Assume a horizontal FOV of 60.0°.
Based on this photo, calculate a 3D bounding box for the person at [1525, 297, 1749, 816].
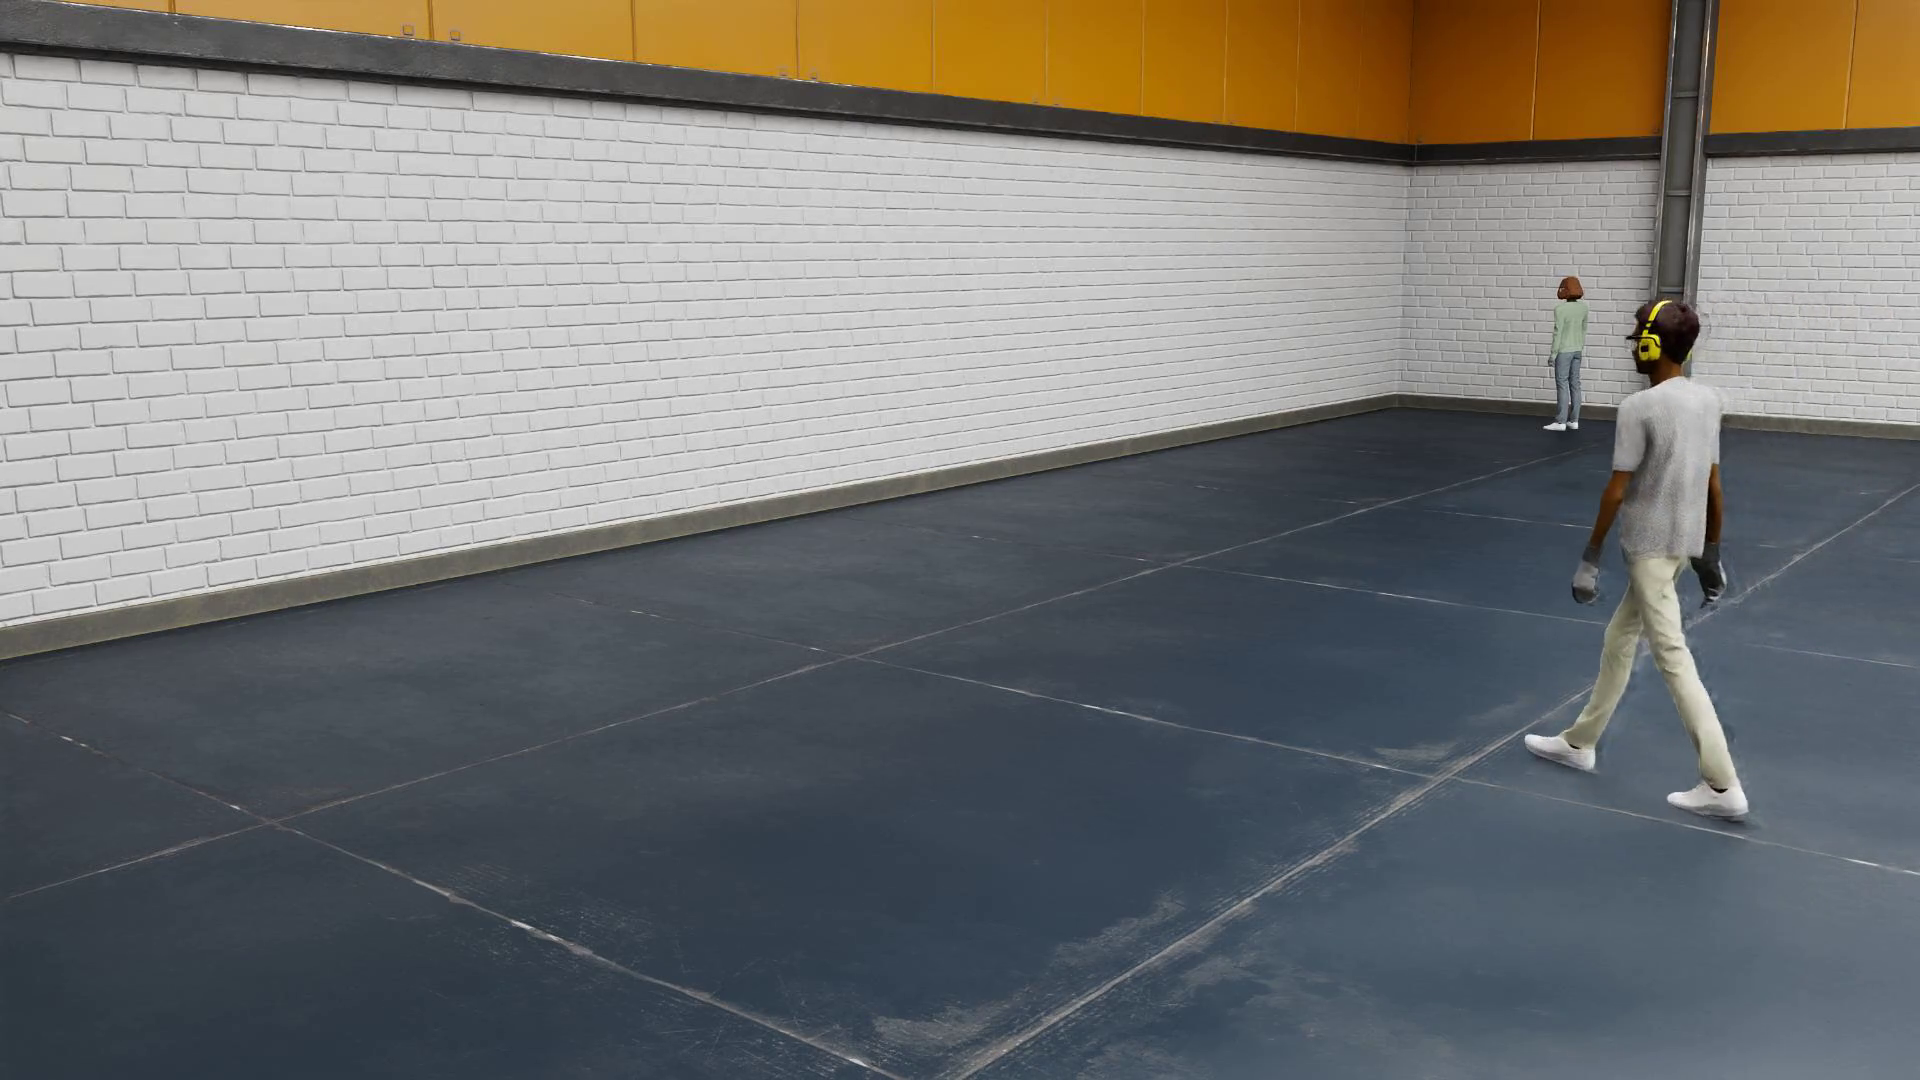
[{"bbox_3d":[2.501,0.044,6.008,0.540,1.823,0.971,-7,12,-33],"label":"person"}]

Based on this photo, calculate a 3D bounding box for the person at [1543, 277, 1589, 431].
[{"bbox_3d":[6.472,-1.981,17.740,0.500,1.633,0.280,-7,12,-32],"label":"person"}]
